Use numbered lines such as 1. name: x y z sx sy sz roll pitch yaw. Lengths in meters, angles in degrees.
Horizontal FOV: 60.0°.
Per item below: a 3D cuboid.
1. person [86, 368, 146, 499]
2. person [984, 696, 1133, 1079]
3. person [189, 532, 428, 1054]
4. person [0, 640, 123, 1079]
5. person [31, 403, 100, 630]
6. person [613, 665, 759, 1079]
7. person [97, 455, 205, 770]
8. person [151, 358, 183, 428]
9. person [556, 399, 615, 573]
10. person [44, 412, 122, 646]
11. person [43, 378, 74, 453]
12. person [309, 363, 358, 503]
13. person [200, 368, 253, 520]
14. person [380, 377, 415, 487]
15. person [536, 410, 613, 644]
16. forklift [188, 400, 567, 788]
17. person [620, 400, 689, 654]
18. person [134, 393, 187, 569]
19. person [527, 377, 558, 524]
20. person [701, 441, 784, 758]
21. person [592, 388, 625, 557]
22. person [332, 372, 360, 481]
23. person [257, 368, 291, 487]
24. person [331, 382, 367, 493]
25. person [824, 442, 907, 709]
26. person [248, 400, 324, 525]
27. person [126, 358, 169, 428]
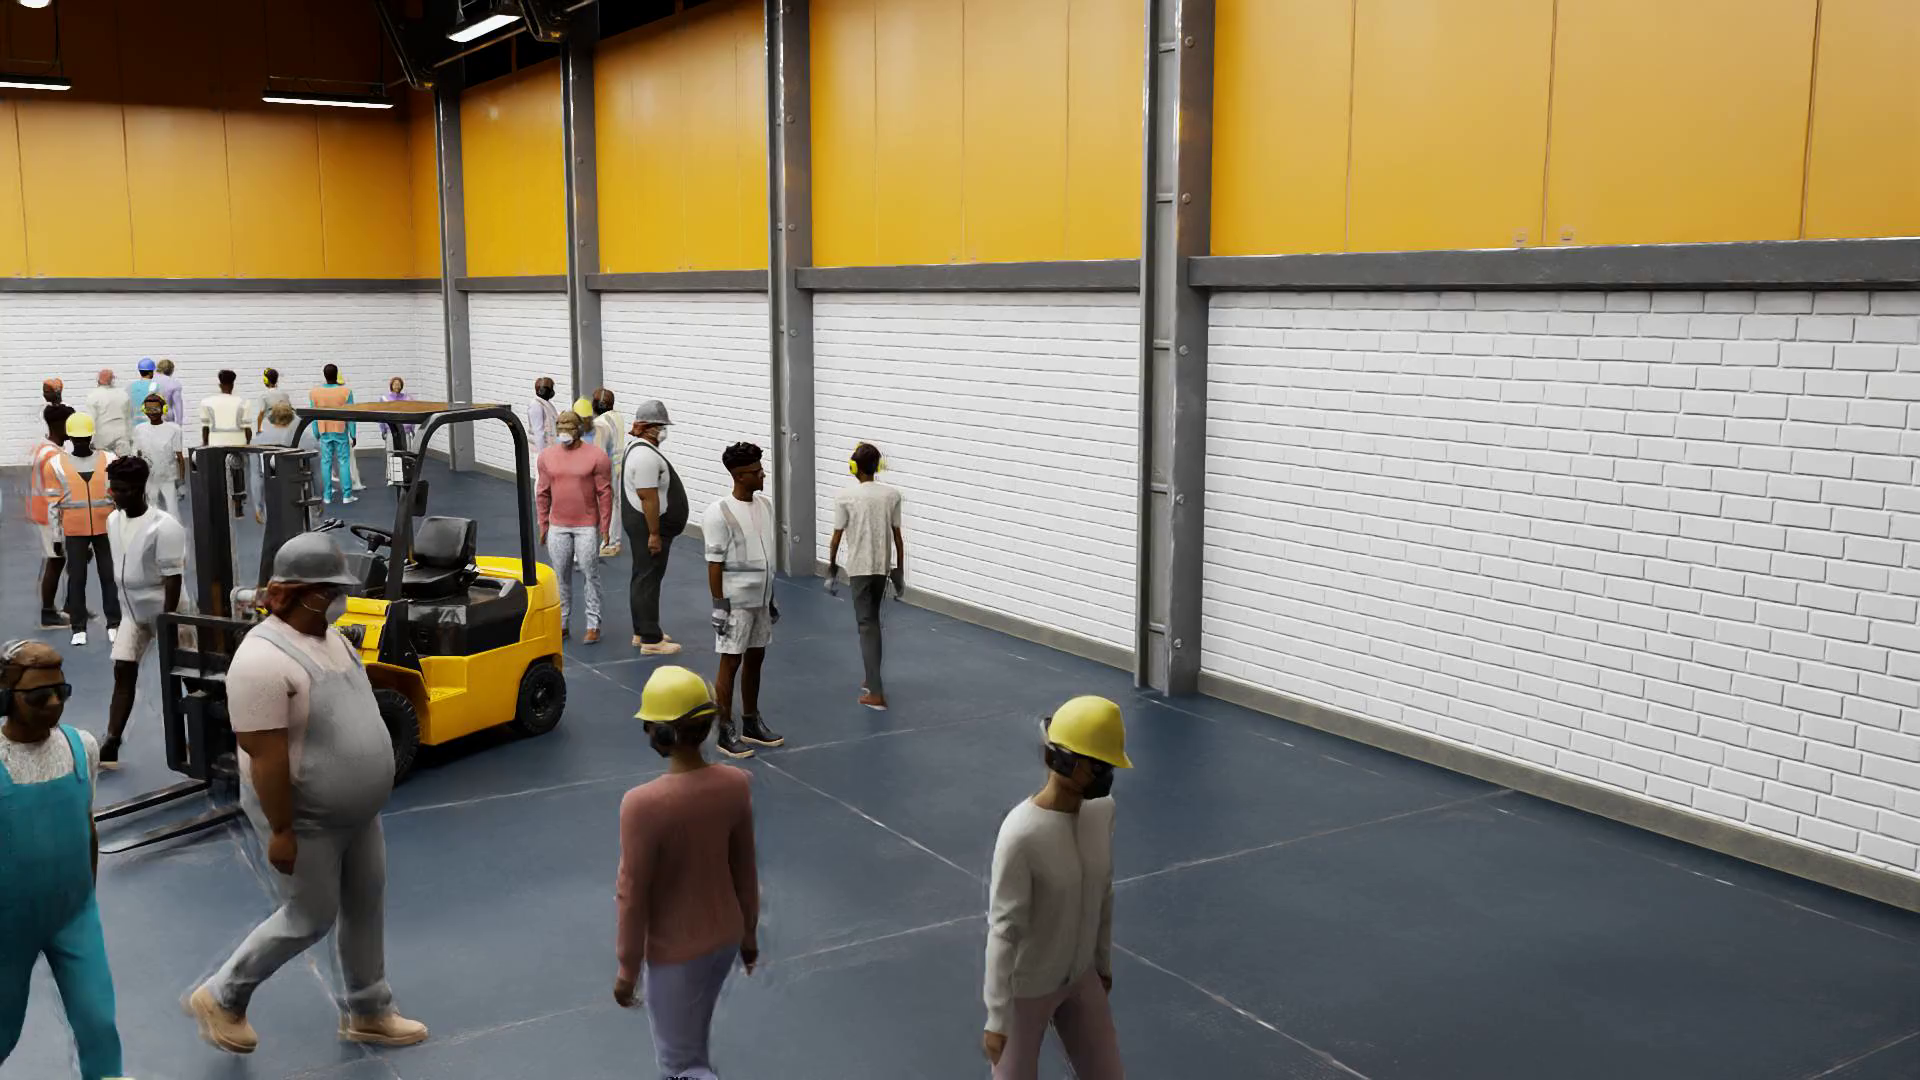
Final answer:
1. person: -11.662 -1.425 22.858 0.904 1.862 0.672 4 10 27
2. person: 0.267 1.300 4.834 0.442 1.733 0.612 8 12 43
3. person: -2.462 0.941 6.260 0.704 2.000 0.694 1 9 9
4. person: -2.999 1.199 5.326 0.902 1.814 0.518 5 10 32
5. person: -7.664 -0.205 14.287 0.626 1.941 0.630 -4 9 -26
6. person: -0.769 1.259 5.132 0.707 1.739 0.534 5 10 32
7. person: -4.956 0.436 10.088 0.617 1.906 1.000 4 9 23
8. person: -12.296 -1.843 25.549 0.683 1.893 0.861 0 8 0
9. person: -3.889 -0.574 17.316 0.604 1.797 0.599 -5 10 -31
10. person: -7.146 -0.091 13.645 0.581 1.919 0.393 -6 10 -34
11. person: -10.698 -0.987 19.803 0.577 1.879 0.365 8 12 44
12. person: -8.589 -1.457 22.824 0.591 1.922 0.391 -1 8 -6
13. person: -9.215 -1.185 20.918 0.625 1.943 0.732 -3 9 -22
14. person: -8.386 -1.614 24.830 0.522 1.640 0.313 -5 10 -28
15. person: -3.168 -0.106 13.663 0.635 1.936 0.354 1 8 6
16. forklift: -3.529 0.258 10.348 1.214 2.155 2.313 4 9 25
17. person: -2.452 -0.117 13.393 0.536 2.000 0.684 -3 9 -18
18. person: -8.281 -0.593 17.233 0.511 1.860 0.341 0 8 -2
19. person: -5.168 -1.116 20.799 0.429 1.843 0.627 -1 8 -4
20. person: -1.347 0.363 10.419 0.361 1.959 0.613 5 10 30
21. person: -3.897 -0.741 18.260 0.429 1.846 0.626 1 8 3
22. person: -9.407 -1.701 25.193 0.532 1.696 0.972 -8 11 -41
23. person: -9.779 -1.542 23.735 0.951 1.832 0.536 4 9 25
24. person: -8.903 -1.466 23.912 0.791 1.605 0.520 5 10 30
25. person: -0.695 0.233 11.708 0.508 1.842 0.746 -5 10 -30
26. person: -6.286 -0.361 15.567 0.646 1.895 1.012 -4 9 -24
27. person: -11.709 -1.650 24.037 0.602 1.948 0.387 1 9 8
